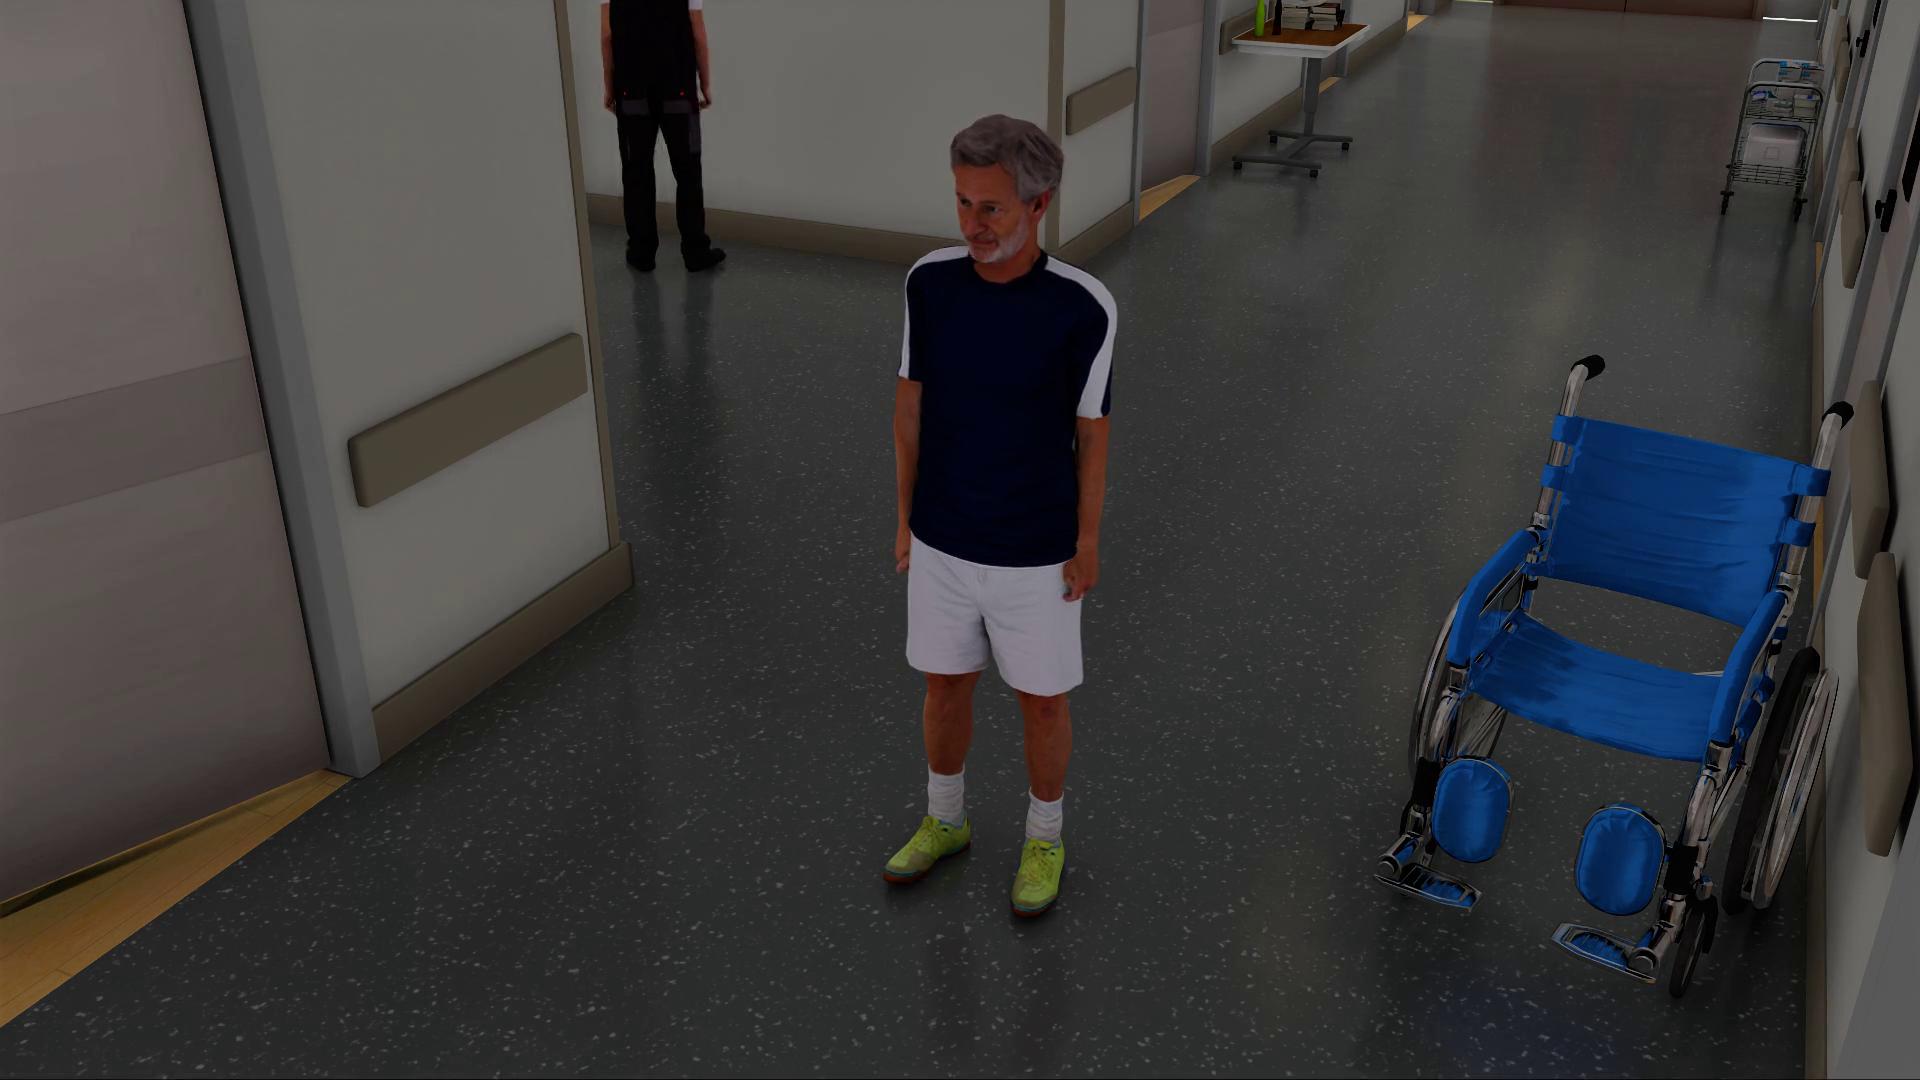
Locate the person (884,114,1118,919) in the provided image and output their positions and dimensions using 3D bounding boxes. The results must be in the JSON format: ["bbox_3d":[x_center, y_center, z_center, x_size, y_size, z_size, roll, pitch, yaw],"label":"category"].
[{"bbox_3d":[0.081,-0.024,3.641,0.638,1.831,0.554,10,27,20],"label":"person"}]

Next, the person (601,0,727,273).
[{"bbox_3d":[-1.525,-2.249,8.241,0.785,1.843,0.765,-6,26,-12],"label":"person"}]
